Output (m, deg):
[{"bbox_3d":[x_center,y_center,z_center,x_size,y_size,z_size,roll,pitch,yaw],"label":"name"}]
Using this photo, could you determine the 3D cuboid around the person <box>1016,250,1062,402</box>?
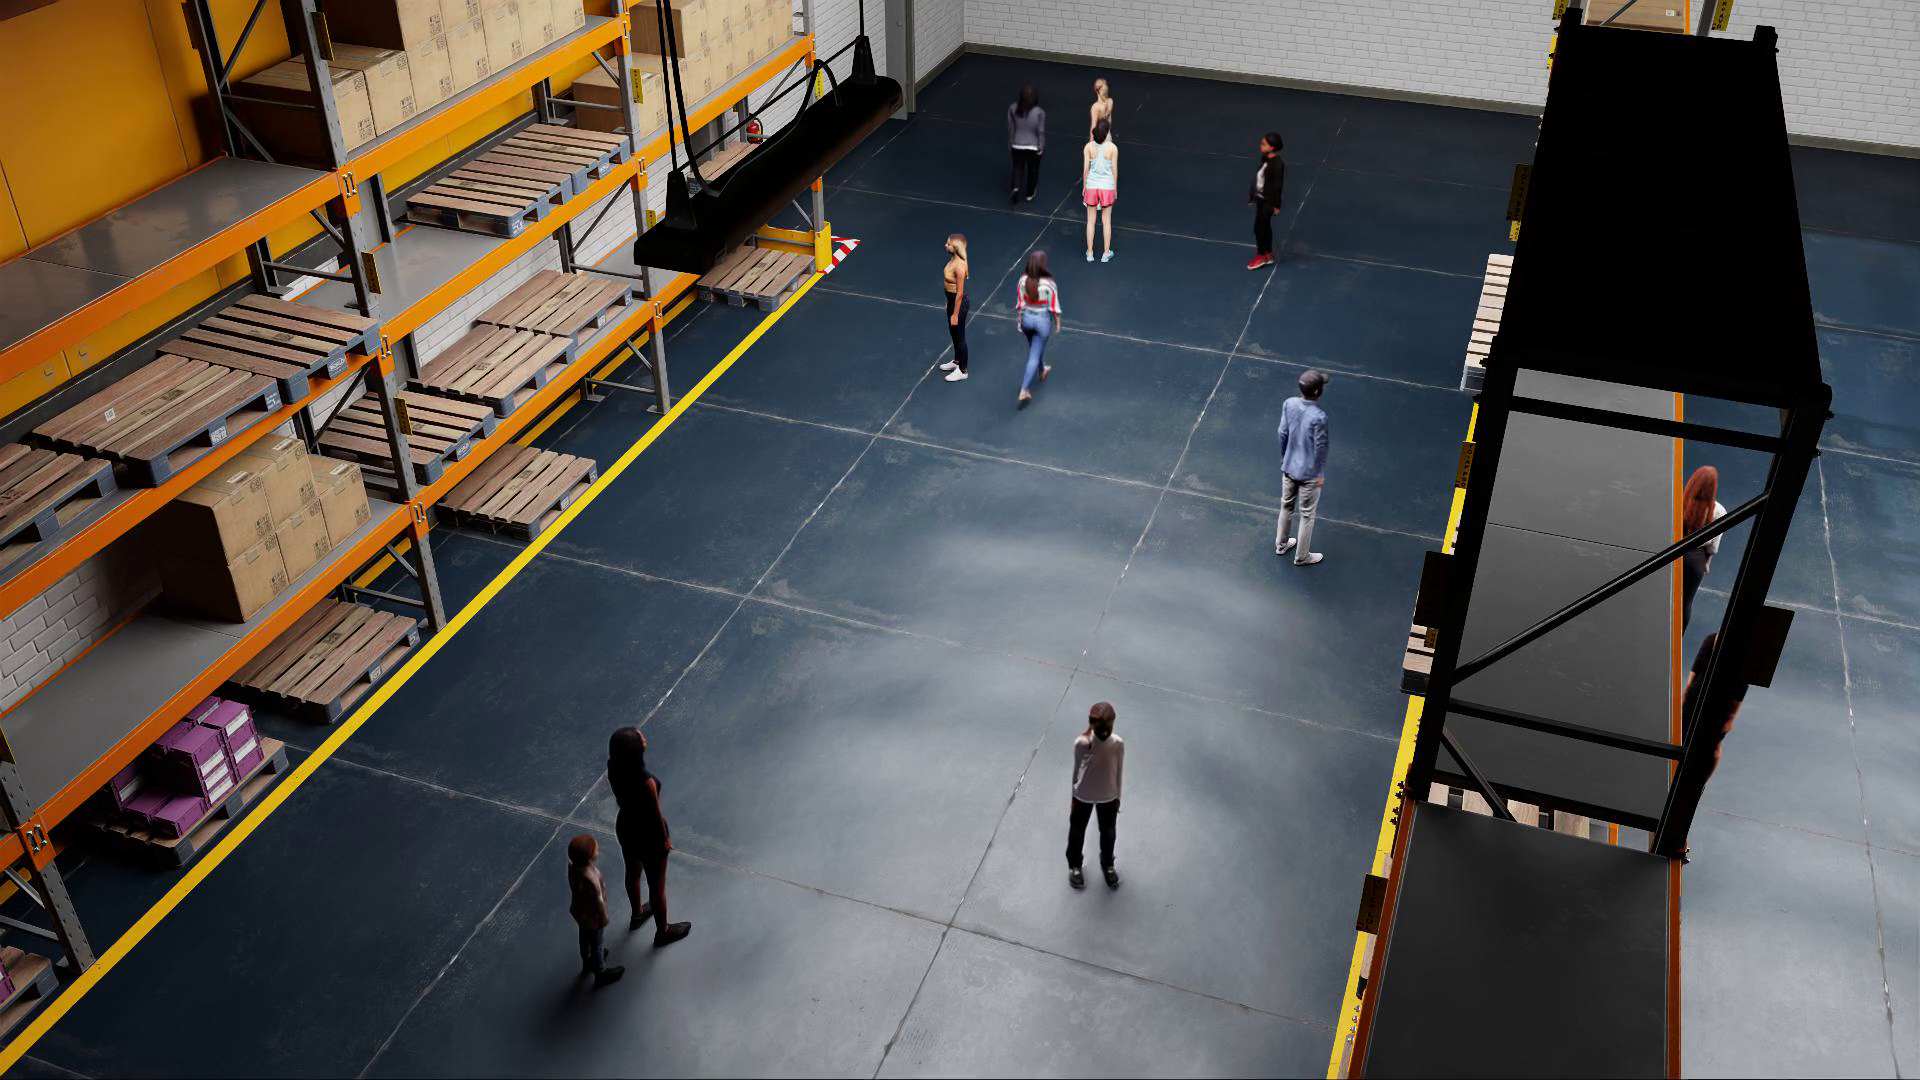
[{"bbox_3d":[0.760,-2.181,17.142,0.675,1.571,1.114,15,36,21],"label":"person"}]

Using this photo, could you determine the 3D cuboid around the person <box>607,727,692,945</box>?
[{"bbox_3d":[-2.074,1.906,10.841,0.656,1.741,0.630,25,41,33],"label":"person"}]

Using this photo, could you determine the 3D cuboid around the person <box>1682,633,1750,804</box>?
[{"bbox_3d":[5.411,1.192,11.973,0.645,1.676,0.613,-19,38,-26],"label":"person"}]

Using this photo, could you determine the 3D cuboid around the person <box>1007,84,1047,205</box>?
[{"bbox_3d":[0.840,-5.098,21.519,0.672,1.585,0.823,10,35,15],"label":"person"}]

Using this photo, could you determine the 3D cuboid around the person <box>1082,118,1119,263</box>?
[{"bbox_3d":[1.685,-4.214,20.027,0.601,1.764,0.599,7,34,11],"label":"person"}]

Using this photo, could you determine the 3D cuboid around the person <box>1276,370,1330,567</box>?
[{"bbox_3d":[3.000,-0.641,14.540,0.757,1.888,0.741,-23,40,-30],"label":"person"}]

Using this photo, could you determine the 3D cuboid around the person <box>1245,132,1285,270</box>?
[{"bbox_3d":[3.746,-4.074,19.906,0.822,1.665,0.755,-12,36,-18],"label":"person"}]

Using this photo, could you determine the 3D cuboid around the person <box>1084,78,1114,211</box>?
[{"bbox_3d":[1.815,-5.117,21.438,0.686,1.705,0.565,27,42,35],"label":"person"}]

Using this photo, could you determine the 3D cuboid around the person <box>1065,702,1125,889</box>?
[{"bbox_3d":[0.918,1.709,11.304,0.586,1.556,0.605,0,34,0],"label":"person"}]

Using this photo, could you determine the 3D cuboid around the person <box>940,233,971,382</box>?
[{"bbox_3d":[-0.029,-2.469,17.524,0.710,1.629,0.609,-6,34,-9],"label":"person"}]

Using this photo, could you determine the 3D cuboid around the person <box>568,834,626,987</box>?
[{"bbox_3d":[-2.381,2.358,10.655,0.574,1.193,0.544,-25,41,-32],"label":"person"}]
